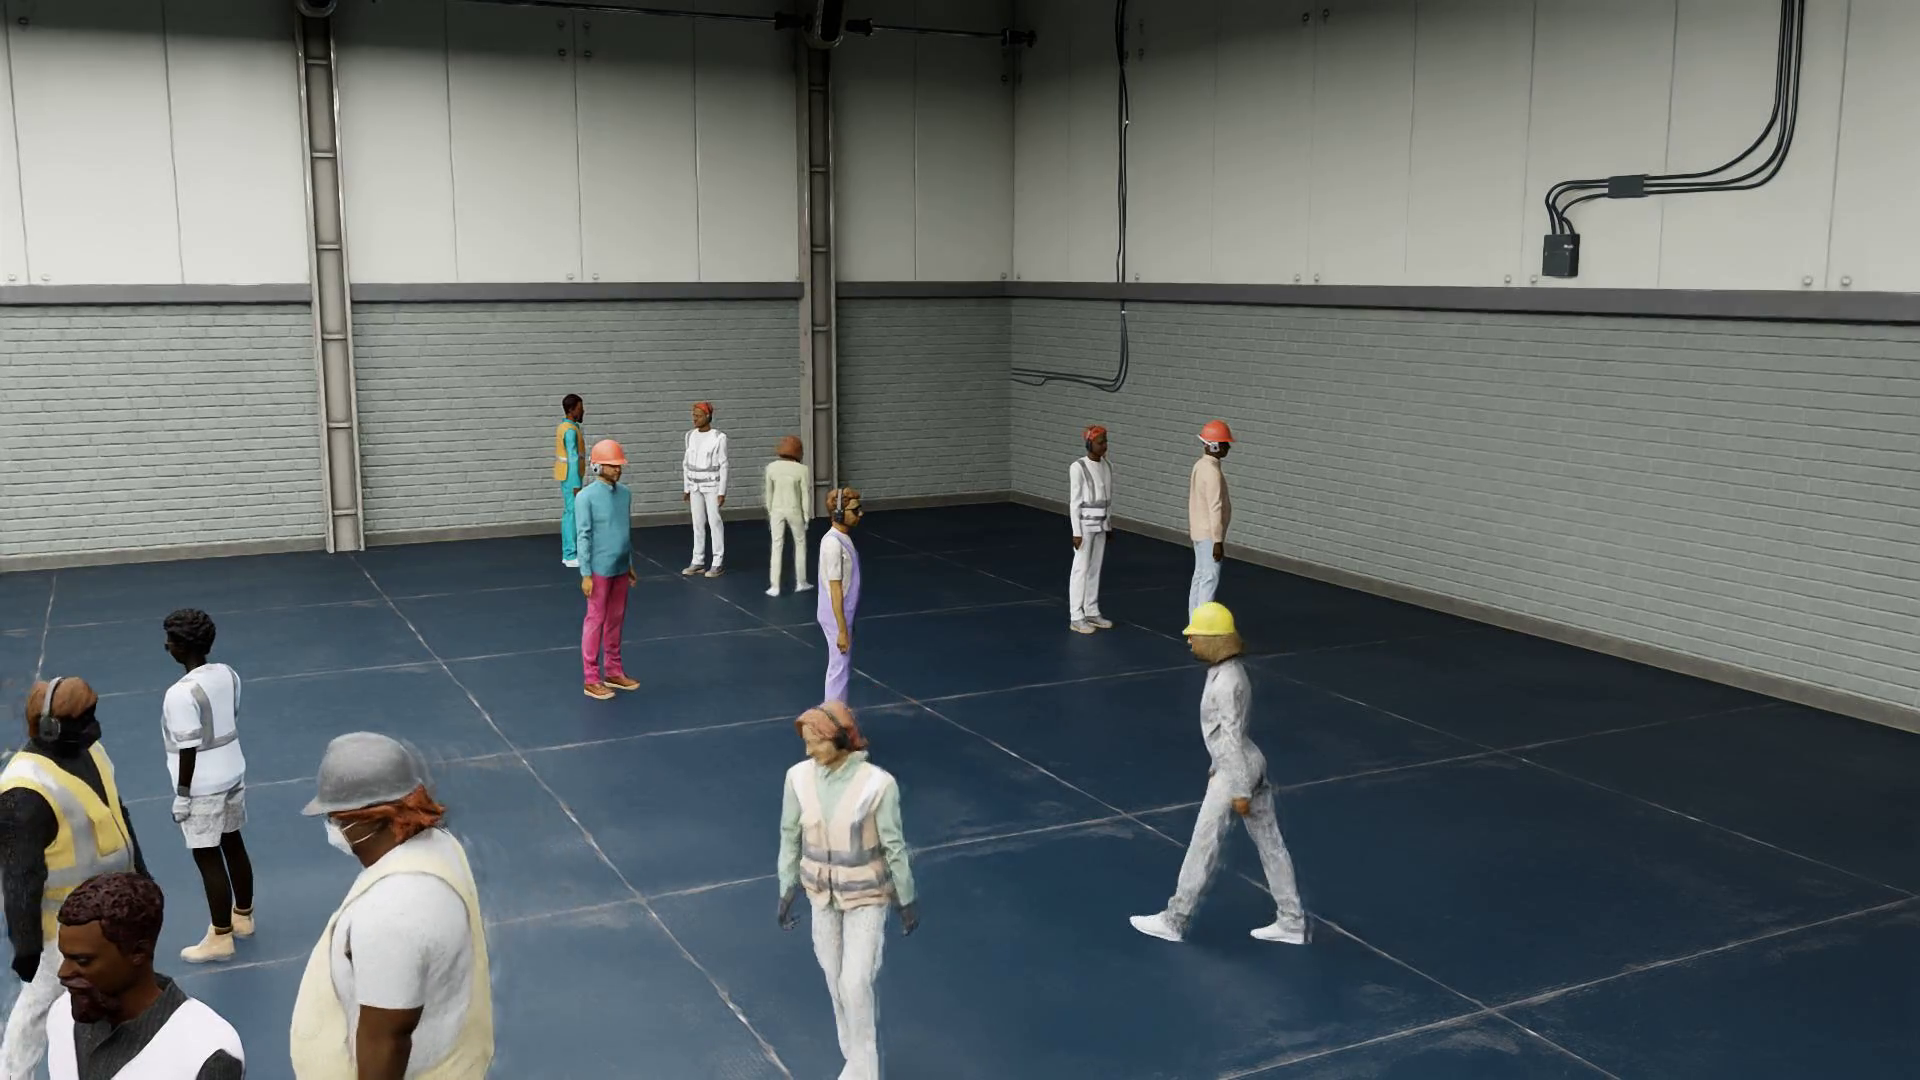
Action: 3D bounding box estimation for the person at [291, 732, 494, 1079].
[{"bbox_3d":[-1.513,1.506,4.751,0.736,2.000,0.702,-1,9,-8],"label":"person"}]

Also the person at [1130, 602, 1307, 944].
[{"bbox_3d":[1.294,1.136,8.096,0.868,1.681,0.492,3,10,18],"label":"person"}]

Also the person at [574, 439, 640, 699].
[{"bbox_3d":[-2.708,0.214,12.848,0.397,1.992,0.621,4,10,25],"label":"person"}]

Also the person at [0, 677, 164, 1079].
[{"bbox_3d":[-3.301,1.384,6.272,0.957,1.796,0.637,-1,9,-8],"label":"person"}]

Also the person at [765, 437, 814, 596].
[{"bbox_3d":[-1.754,-0.241,16.897,0.518,1.596,0.563,2,9,13],"label":"person"}]

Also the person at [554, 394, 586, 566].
[{"bbox_3d":[-4.314,-0.663,18.489,0.378,1.917,0.598,-3,10,-19],"label":"person"}]

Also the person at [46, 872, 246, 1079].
[{"bbox_3d":[-1.911,1.699,3.939,0.594,1.919,0.387,4,10,25],"label":"person"}]

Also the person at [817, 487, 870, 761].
[{"bbox_3d":[-0.783,0.560,11.182,0.345,1.846,0.507,0,9,-1],"label":"person"}]

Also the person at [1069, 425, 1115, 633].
[{"bbox_3d":[1.206,-0.105,15.165,0.358,1.882,0.574,8,12,39],"label":"person"}]

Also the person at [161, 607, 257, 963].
[{"bbox_3d":[-3.601,1.158,7.943,0.317,1.697,0.540,0,9,1],"label":"person"}]

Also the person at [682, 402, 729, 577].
[{"bbox_3d":[-2.742,-0.542,17.854,0.574,1.882,0.356,5,11,30],"label":"person"}]

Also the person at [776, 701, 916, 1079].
[{"bbox_3d":[-0.476,1.435,6.486,0.565,1.613,0.612,5,10,27],"label":"person"}]

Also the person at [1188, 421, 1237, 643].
[{"bbox_3d":[2.182,-0.042,14.426,0.389,1.992,0.625,-1,9,-5],"label":"person"}]
